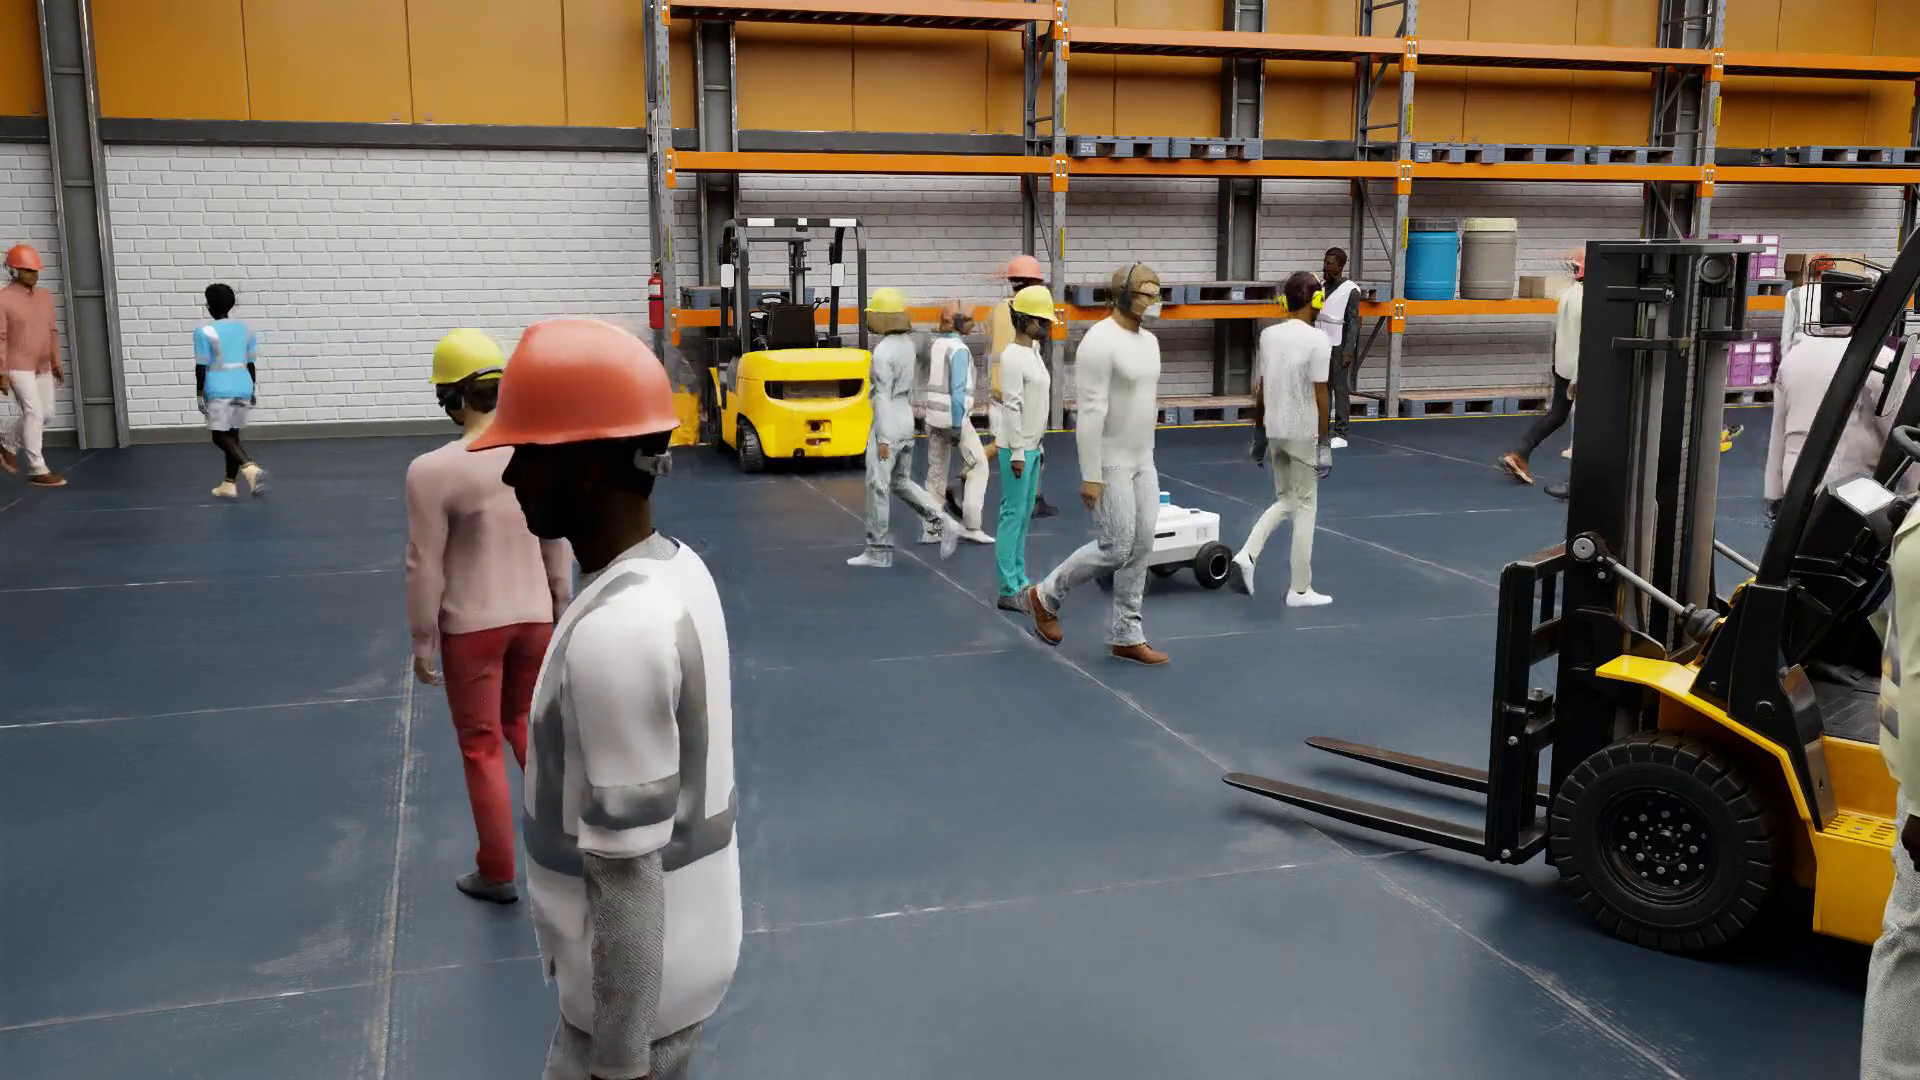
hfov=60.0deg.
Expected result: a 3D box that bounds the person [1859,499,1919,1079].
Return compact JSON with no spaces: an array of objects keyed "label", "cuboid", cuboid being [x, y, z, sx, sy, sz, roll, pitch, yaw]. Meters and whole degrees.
[{"label":"person","cuboid":[2.164,0.480,3.512,0.599,1.830,0.404,-9,14,-40]}]

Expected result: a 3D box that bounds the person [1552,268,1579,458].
[{"label":"person","cuboid":[5.684,-1.644,15.169,0.461,1.826,0.658,-5,12,-27]}]

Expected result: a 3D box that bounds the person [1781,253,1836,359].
[{"label":"person","cuboid":[7.836,-1.680,15.261,0.575,1.875,0.340,9,14,41]}]

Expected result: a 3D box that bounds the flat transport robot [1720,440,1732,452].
[{"label":"flat transport robot","cuboid":[6.566,-0.897,15.341,0.652,0.197,1.431,9,14,40]}]

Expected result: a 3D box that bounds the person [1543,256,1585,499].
[{"label":"person","cuboid":[4.814,-1.233,12.712,0.781,1.899,0.594,1,10,3]}]

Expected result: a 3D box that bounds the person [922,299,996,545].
[{"label":"person","cuboid":[0.002,-0.763,10.924,0.583,1.617,0.516,-5,11,-25]}]

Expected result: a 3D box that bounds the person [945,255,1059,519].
[{"label":"person","cuboid":[0.312,-1.067,11.815,0.861,1.910,0.563,-7,13,-34]}]

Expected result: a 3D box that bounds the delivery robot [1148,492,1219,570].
[{"label":"delivery robot","cuboid":[1.152,-0.035,9.581,0.707,0.478,0.477,-7,13,-34]}]

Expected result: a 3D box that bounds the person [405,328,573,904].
[{"label":"person","cuboid":[-1.393,0.247,4.983,0.407,1.752,0.549,9,13,40]}]

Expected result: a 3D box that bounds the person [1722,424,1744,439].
[{"label":"person","cuboid":[7.134,-1.875,16.190,1.005,1.908,0.624,2,10,10]}]

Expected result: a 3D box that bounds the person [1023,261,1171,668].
[{"label":"person","cuboid":[0.680,-0.352,7.853,0.634,1.918,0.657,7,12,33]}]

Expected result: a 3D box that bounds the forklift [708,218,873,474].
[{"label":"forklift","cuboid":[-1.522,-1.778,14.899,1.214,2.155,2.313,-3,11,-17]}]

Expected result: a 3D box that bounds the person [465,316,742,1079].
[{"label":"person","cuboid":[-0.432,0.621,2.526,0.691,1.917,0.547,0,10,-3]}]

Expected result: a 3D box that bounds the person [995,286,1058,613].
[{"label":"person","cuboid":[0.366,-0.495,9.057,0.325,1.762,0.524,3,11,15]}]

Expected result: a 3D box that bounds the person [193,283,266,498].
[{"label":"person","cuboid":[-5.571,-1.127,12.764,0.708,1.674,0.541,6,12,28]}]

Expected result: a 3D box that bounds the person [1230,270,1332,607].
[{"label":"person","cuboid":[1.769,-0.536,9.072,0.554,1.841,0.617,-7,13,-34]}]

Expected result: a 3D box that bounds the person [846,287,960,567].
[{"label":"person","cuboid":[-0.366,-0.672,10.107,0.641,1.727,0.493,5,11,24]}]

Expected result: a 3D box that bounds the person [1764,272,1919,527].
[{"label":"person","cuboid":[3.839,-0.186,7.067,0.887,1.866,0.637,-1,10,-8]}]

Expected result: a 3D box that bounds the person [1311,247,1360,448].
[{"label":"person","cuboid":[3.600,-1.851,16.051,0.392,1.922,0.592,-6,12,-30]}]

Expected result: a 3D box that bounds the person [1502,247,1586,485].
[{"label":"person","cuboid":[4.918,-1.393,13.435,0.935,1.967,0.607,-1,10,-7]}]

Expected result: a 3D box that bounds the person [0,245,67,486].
[{"label":"person","cuboid":[-7.674,-1.413,13.568,0.736,1.961,0.637,2,11,12]}]

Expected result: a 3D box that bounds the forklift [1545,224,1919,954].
[{"label":"forklift","cuboid":[2.909,0.117,4.508,2.313,2.155,1.214,9,14,40]}]
